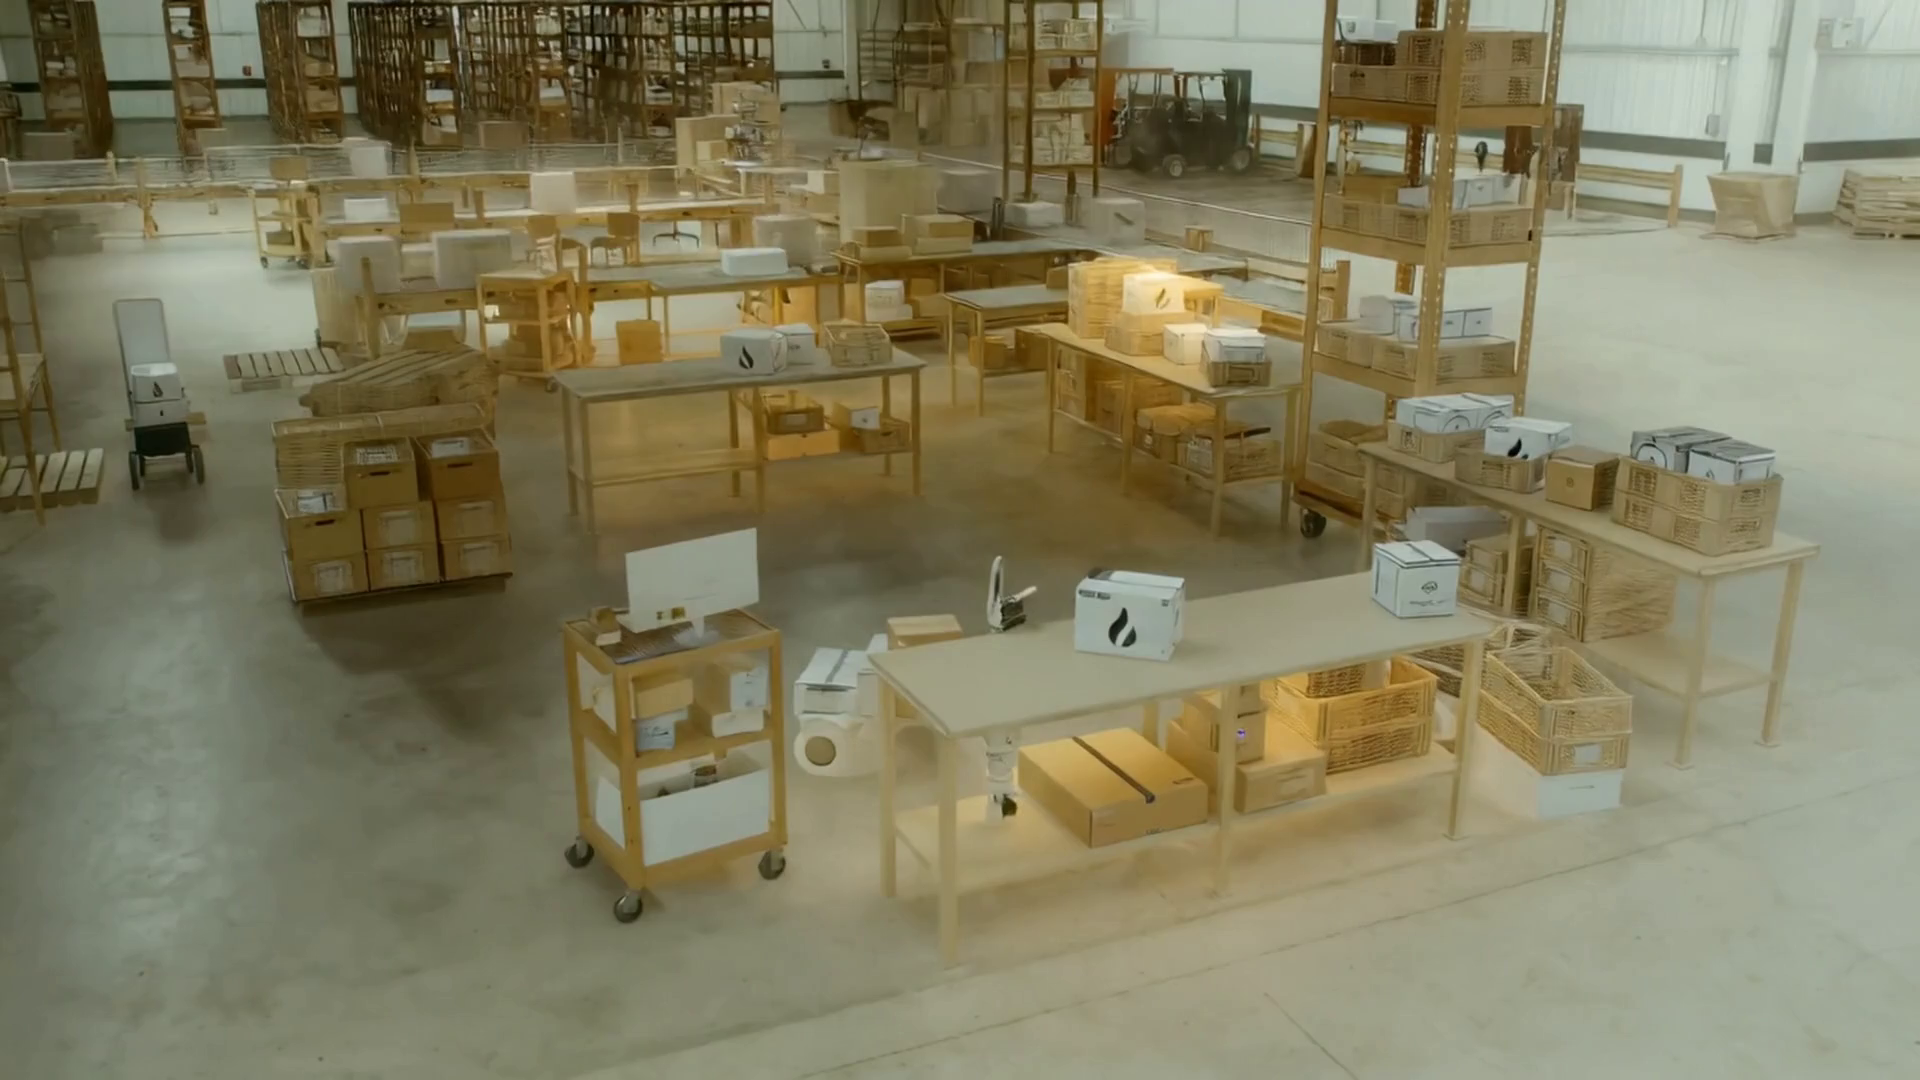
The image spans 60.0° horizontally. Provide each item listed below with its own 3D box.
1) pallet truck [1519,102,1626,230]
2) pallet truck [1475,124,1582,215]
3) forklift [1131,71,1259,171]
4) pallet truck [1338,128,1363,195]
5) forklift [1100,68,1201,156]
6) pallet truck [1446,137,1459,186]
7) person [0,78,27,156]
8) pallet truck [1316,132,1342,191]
[{"bbox_3d":[9.972,-6.037,26.785,1.885,1.965,0.823,-9,20,-25],"label":"pallet truck"},{"bbox_3d":[9.707,-6.455,28.103,1.885,1.965,0.823,-7,19,-20],"label":"pallet truck"},{"bbox_3d":[4.998,-8.936,35.413,2.680,1.987,1.157,-9,20,-25],"label":"forklift"},{"bbox_3d":[7.845,-7.140,31.411,1.522,1.261,0.704,-9,20,-25],"label":"pallet truck"},{"bbox_3d":[4.082,-9.564,37.410,2.680,1.987,1.157,-8,19,-23],"label":"forklift"},{"bbox_3d":[9.184,-6.485,29.328,1.630,1.274,0.653,-8,19,-23],"label":"pallet truck"},{"bbox_3d":[-22.989,-10.255,40.339,0.586,1.835,0.403,-1,18,-4],"label":"person"},{"bbox_3d":[7.723,-7.504,32.656,1.601,1.201,0.680,-8,19,-23],"label":"pallet truck"}]
